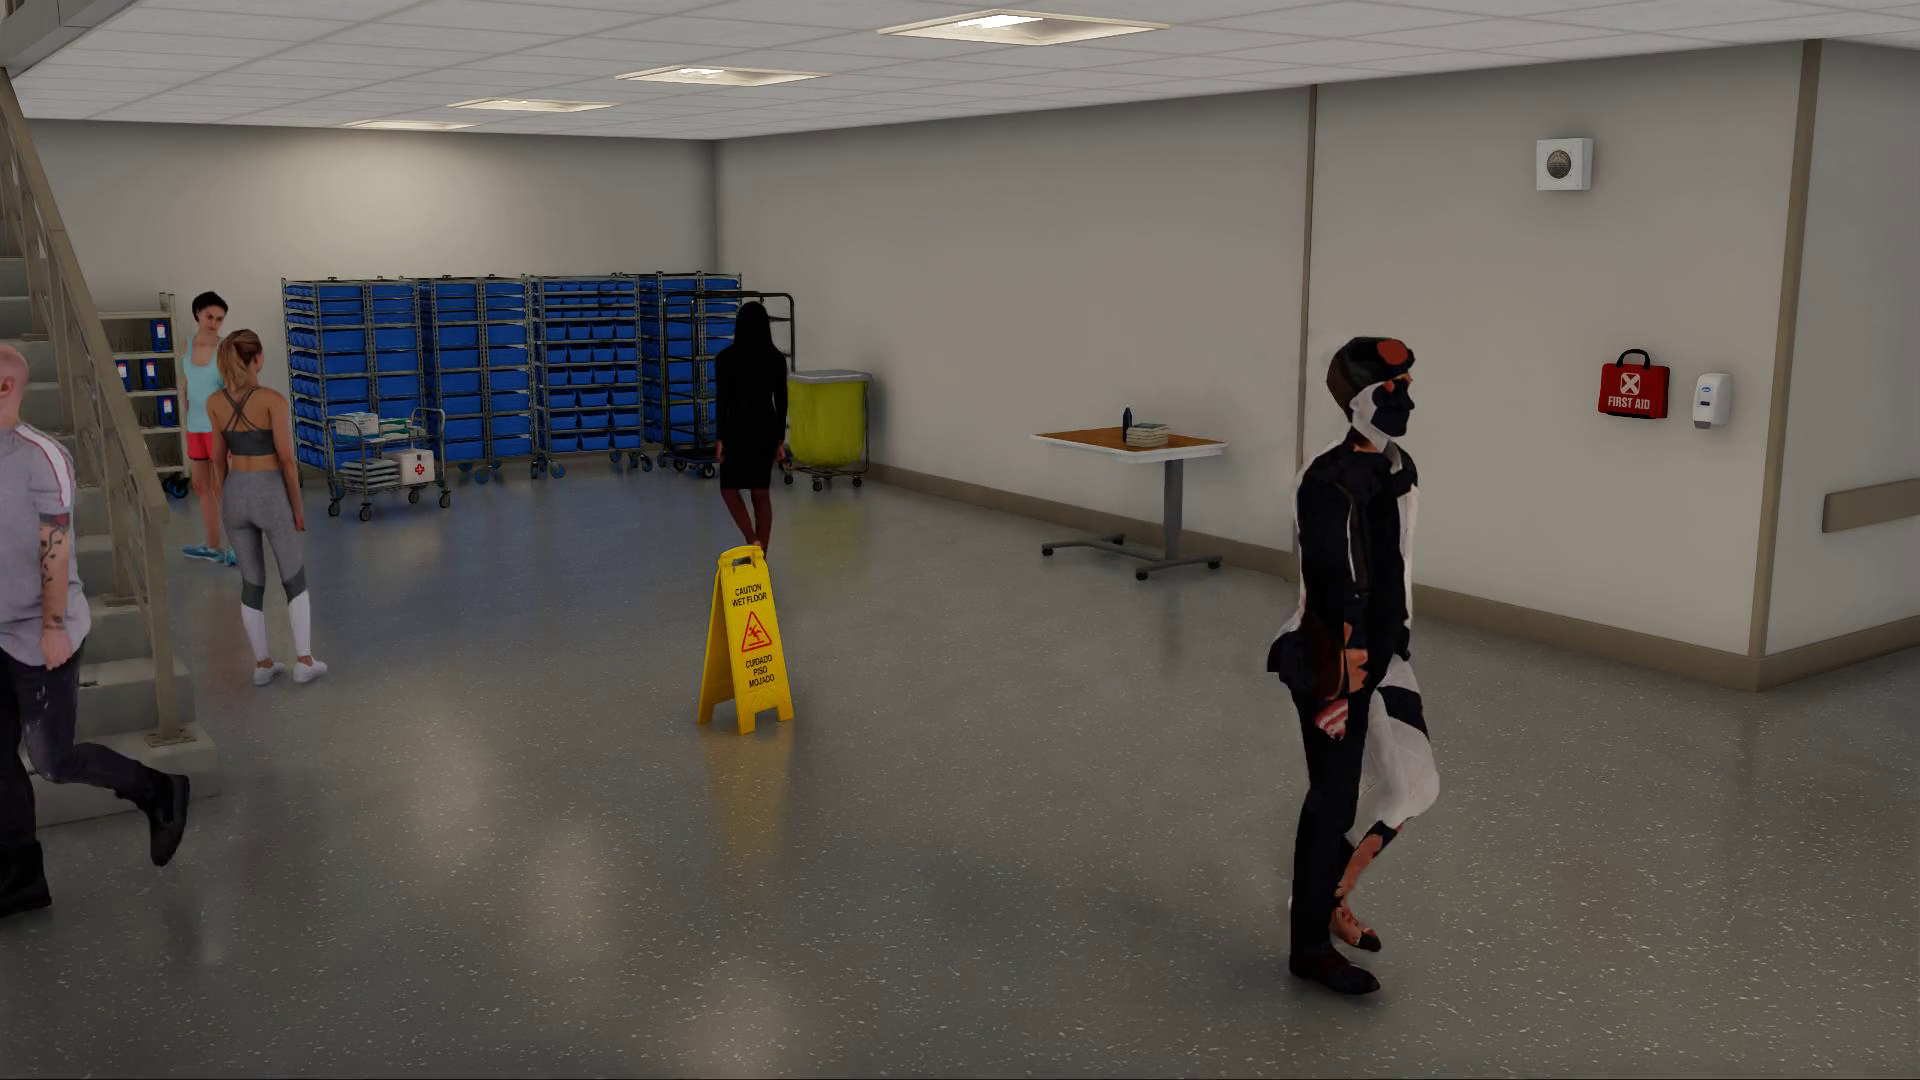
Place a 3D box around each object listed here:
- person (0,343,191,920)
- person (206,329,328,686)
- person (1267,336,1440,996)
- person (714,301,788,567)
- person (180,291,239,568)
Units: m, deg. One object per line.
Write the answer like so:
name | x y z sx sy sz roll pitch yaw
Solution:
person | -2.872 0.288 5.284 1.039 1.815 0.983 6 12 30
person | -3.339 -0.137 7.838 0.711 1.699 0.758 0 11 2
person | 1.051 0.357 4.757 0.735 1.876 0.775 9 14 38
person | -1.253 -0.589 10.184 0.695 1.713 0.737 -5 12 -25
person | -4.775 -0.693 10.596 0.769 1.763 0.905 6 12 29
